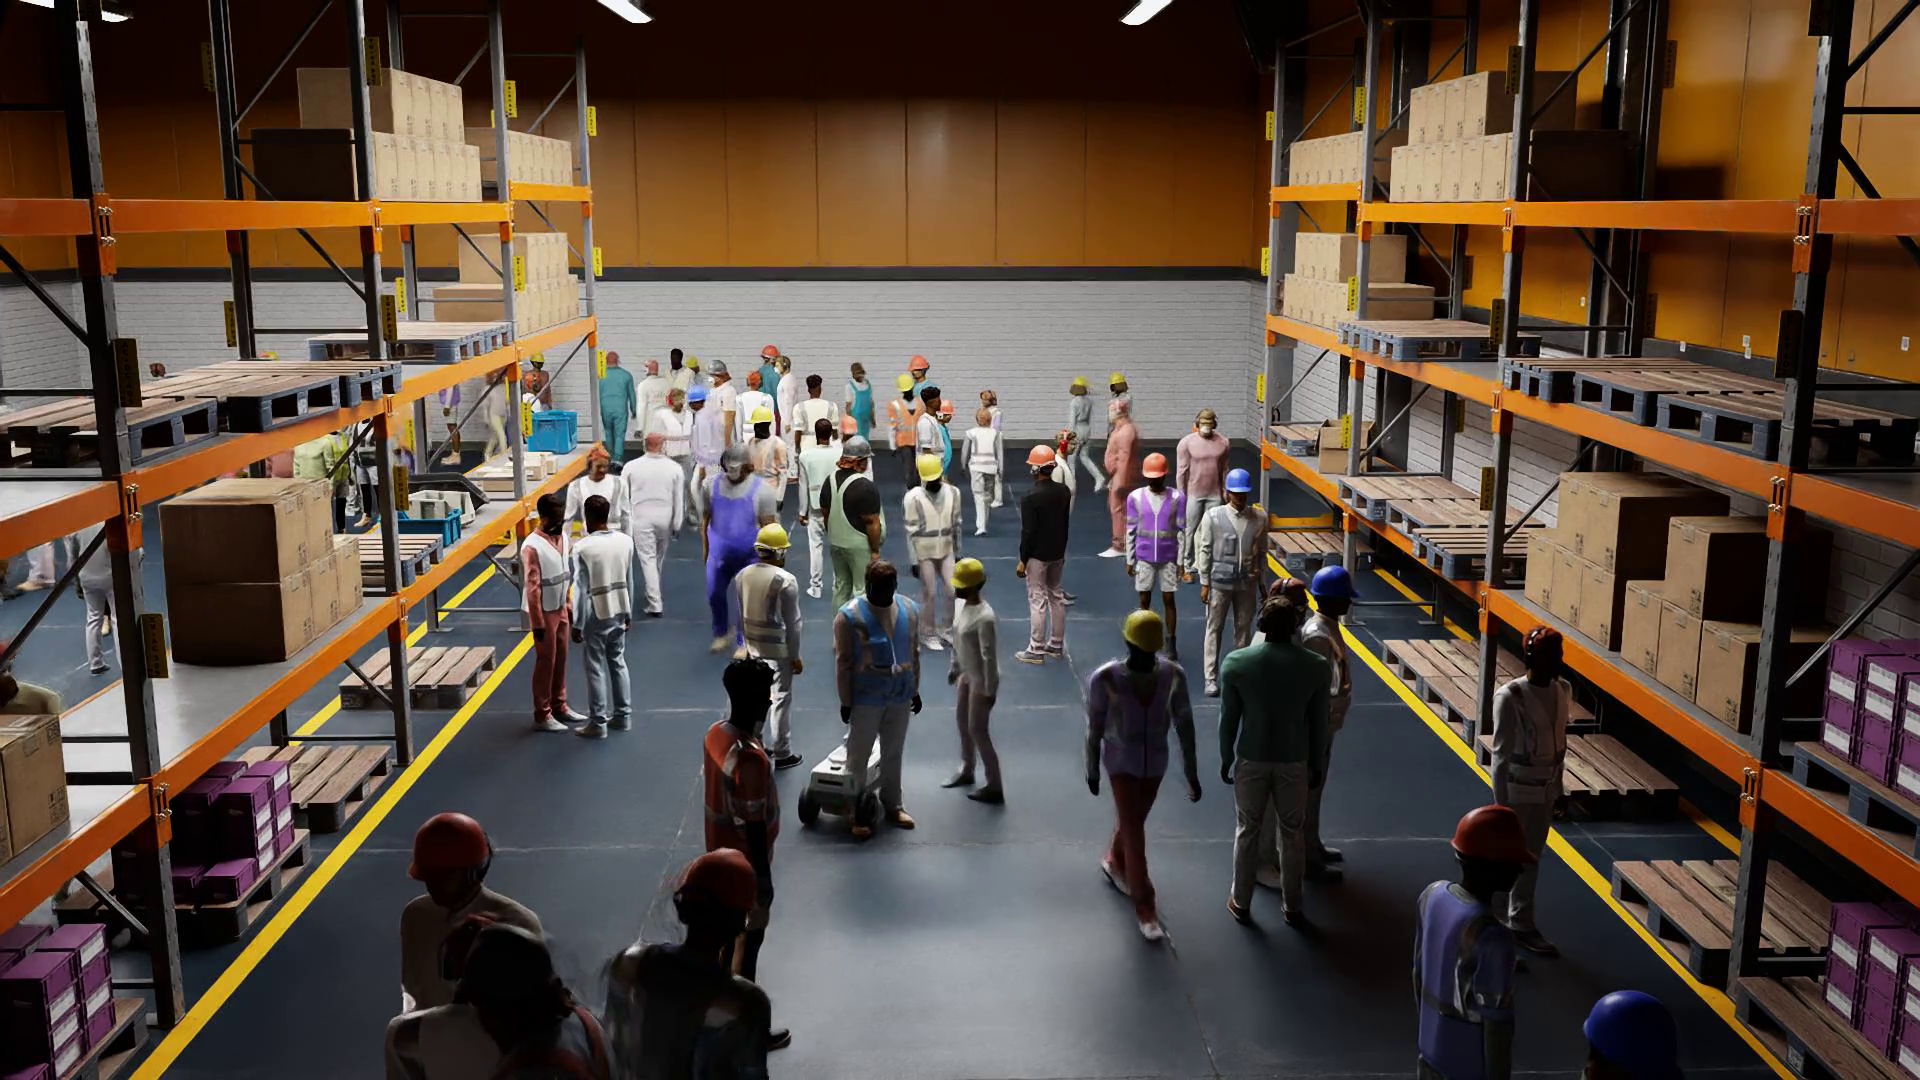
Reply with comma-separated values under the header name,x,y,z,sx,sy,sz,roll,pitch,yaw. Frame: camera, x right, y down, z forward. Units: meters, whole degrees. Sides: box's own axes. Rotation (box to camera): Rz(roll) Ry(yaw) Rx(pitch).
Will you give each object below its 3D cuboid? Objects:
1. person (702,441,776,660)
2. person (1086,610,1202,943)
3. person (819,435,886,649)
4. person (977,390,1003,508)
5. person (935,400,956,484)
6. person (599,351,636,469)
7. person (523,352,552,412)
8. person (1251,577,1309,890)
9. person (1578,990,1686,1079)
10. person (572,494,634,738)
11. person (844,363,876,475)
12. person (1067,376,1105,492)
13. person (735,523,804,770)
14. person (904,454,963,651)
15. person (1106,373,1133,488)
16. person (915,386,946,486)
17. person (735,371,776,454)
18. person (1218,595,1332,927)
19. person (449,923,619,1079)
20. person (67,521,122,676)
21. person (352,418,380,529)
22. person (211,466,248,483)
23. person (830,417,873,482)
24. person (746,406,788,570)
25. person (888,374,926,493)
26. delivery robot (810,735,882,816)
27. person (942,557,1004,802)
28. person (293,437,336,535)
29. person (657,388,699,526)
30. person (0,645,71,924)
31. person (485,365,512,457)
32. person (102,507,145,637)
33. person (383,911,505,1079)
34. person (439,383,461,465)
name,x,y,z,sx,sy,sz,roll,pitch,yaw
person,-2.047,0.077,15.244,0.712,2.000,0.536,2,12,12
person,1.023,1.280,9.648,0.601,1.877,1.009,-3,12,-15
person,-0.939,0.032,15.469,0.689,2.000,0.537,11,16,44
person,0.414,-1.264,23.009,0.315,1.630,0.516,-7,13,-30
person,-0.226,-0.896,20.884,0.354,1.741,0.568,2,11,8
person,-5.500,-2.074,26.526,0.644,1.855,1.012,-1,11,-4
person,-6.997,-2.252,27.634,0.340,1.762,0.524,8,14,36
person,1.966,1.159,10.159,0.403,1.906,0.652,4,12,17
person,1.842,2.205,4.836,0.604,1.938,0.402,-9,15,-39
person,-2.775,0.591,13.012,0.396,1.908,0.600,7,13,32
person,-1.547,-1.824,25.391,0.612,1.804,0.538,-10,15,-42
person,1.779,-1.506,23.993,0.647,1.717,0.505,10,15,42
person,-1.381,0.783,12.267,0.586,1.824,0.404,10,15,40
person,-0.224,0.126,15.414,0.619,1.883,0.523,-6,13,-26
person,2.321,-1.594,24.411,0.324,1.728,0.493,-8,14,-35
person,-0.359,-0.904,20.350,0.361,1.965,0.613,1,11,3
person,-2.822,-1.403,23.064,0.573,1.883,0.355,2,11,11
person,1.797,1.266,9.573,0.629,1.930,0.358,1,11,7
person,-1.337,2.105,5.075,0.888,2.000,0.727,1,11,6
person,-7.547,0.338,14.689,0.569,1.744,0.350,0,11,2
person,-7.611,-0.977,21.403,0.530,1.693,0.321,6,13,26
person,-8.409,-0.516,19.190,0.543,1.637,0.906,-1,11,-5
person,-1.300,-0.580,19.389,0.584,1.698,0.879,-2,11,-8
person,-2.182,-0.537,18.611,0.589,1.927,0.368,9,14,39
person,-0.684,-1.347,22.771,0.621,1.886,0.501,-3,12,-17
delivery robot,-0.738,1.565,11.289,0.477,0.478,0.707,4,12,19
person,0.080,0.956,11.600,0.378,1.742,0.577,-4,12,-20
person,-7.595,-0.647,19.568,0.523,1.769,0.322,2,12,12
person,-3.756,-1.109,21.787,0.876,1.807,0.561,11,15,43
person,-5.339,1.403,9.426,0.583,1.693,0.843,-2,12,-12
person,-7.637,-2.329,27.438,0.392,1.989,0.610,4,12,21
person,-8.161,0.084,16.072,0.531,1.697,0.320,-4,12,-21
person,-1.563,2.119,5.439,0.596,1.871,0.372,-1,11,-6
person,-8.248,-2.228,26.799,0.373,2.044,0.606,-2,12,-12
